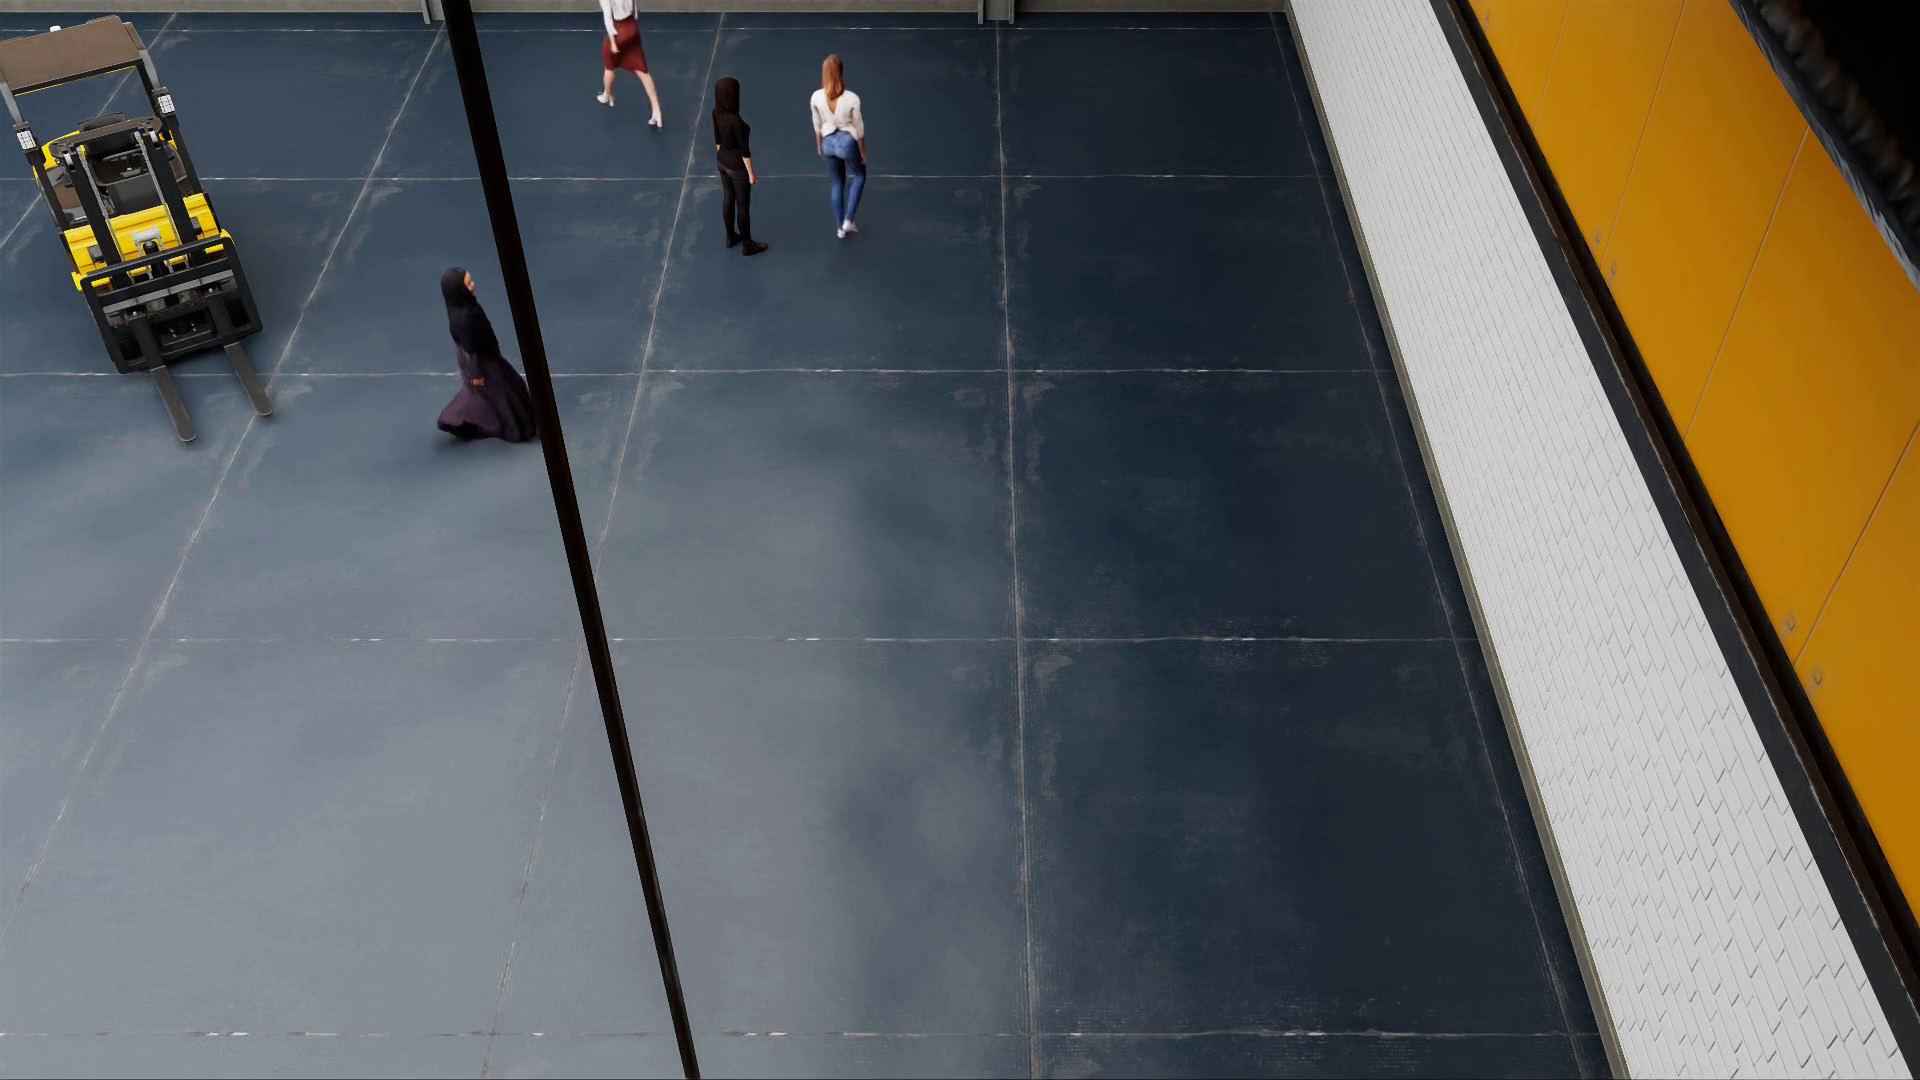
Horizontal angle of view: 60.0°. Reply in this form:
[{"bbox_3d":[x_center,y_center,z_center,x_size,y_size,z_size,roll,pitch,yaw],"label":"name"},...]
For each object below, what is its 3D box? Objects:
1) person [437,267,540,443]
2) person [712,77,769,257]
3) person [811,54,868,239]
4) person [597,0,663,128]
[{"bbox_3d":[-3.668,-1.361,12.419,1.101,1.601,0.812,-12,45,-13],"label":"person"},{"bbox_3d":[-1.953,-3.224,14.346,0.633,1.642,0.696,34,53,30],"label":"person"},{"bbox_3d":[-1.058,-3.344,14.418,0.676,1.716,0.776,11,45,11],"label":"person"},{"bbox_3d":[-3.153,-4.743,15.904,1.178,1.693,1.066,31,51,28],"label":"person"}]
